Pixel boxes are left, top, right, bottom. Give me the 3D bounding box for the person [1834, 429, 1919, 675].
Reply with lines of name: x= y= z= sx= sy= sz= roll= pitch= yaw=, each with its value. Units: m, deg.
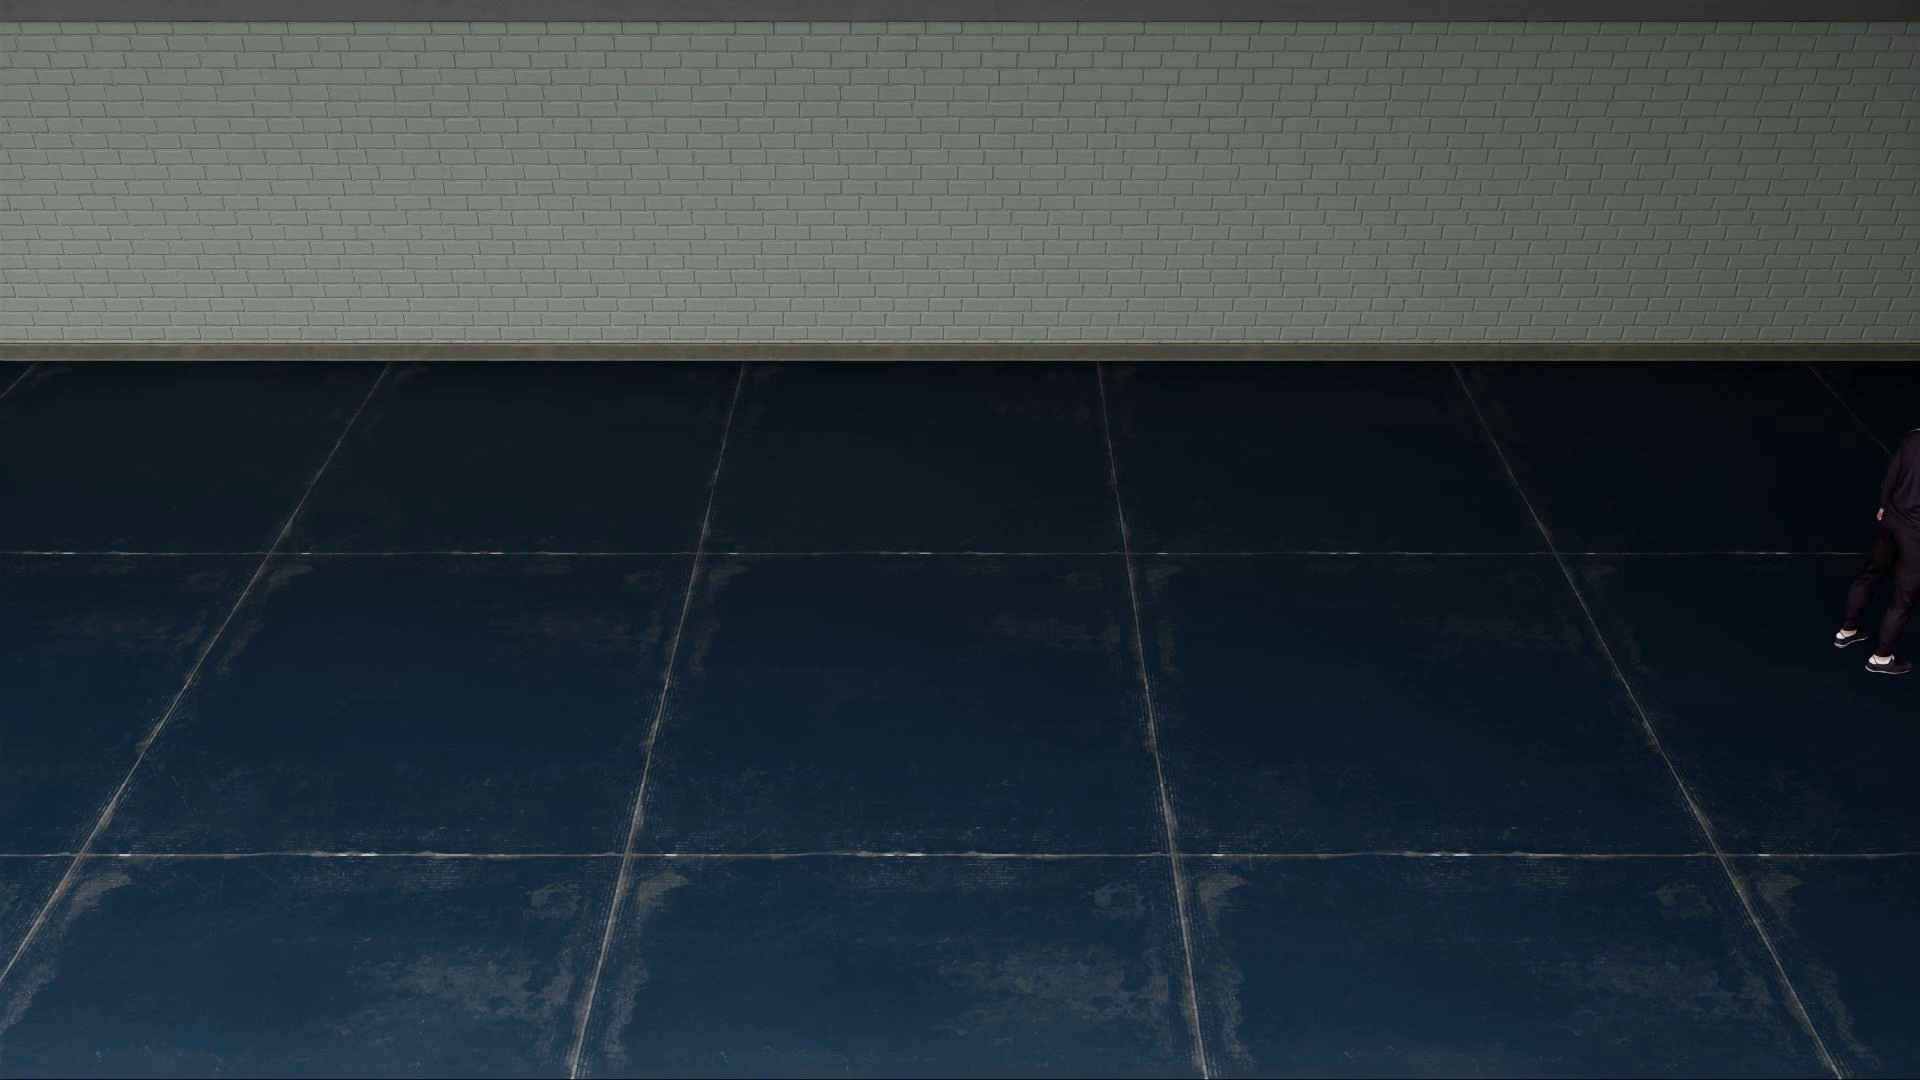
person: x=5.797 y=-0.043 z=10.159 sx=0.800 sy=1.835 sz=0.613 roll=-9 pitch=34 yaw=-13
